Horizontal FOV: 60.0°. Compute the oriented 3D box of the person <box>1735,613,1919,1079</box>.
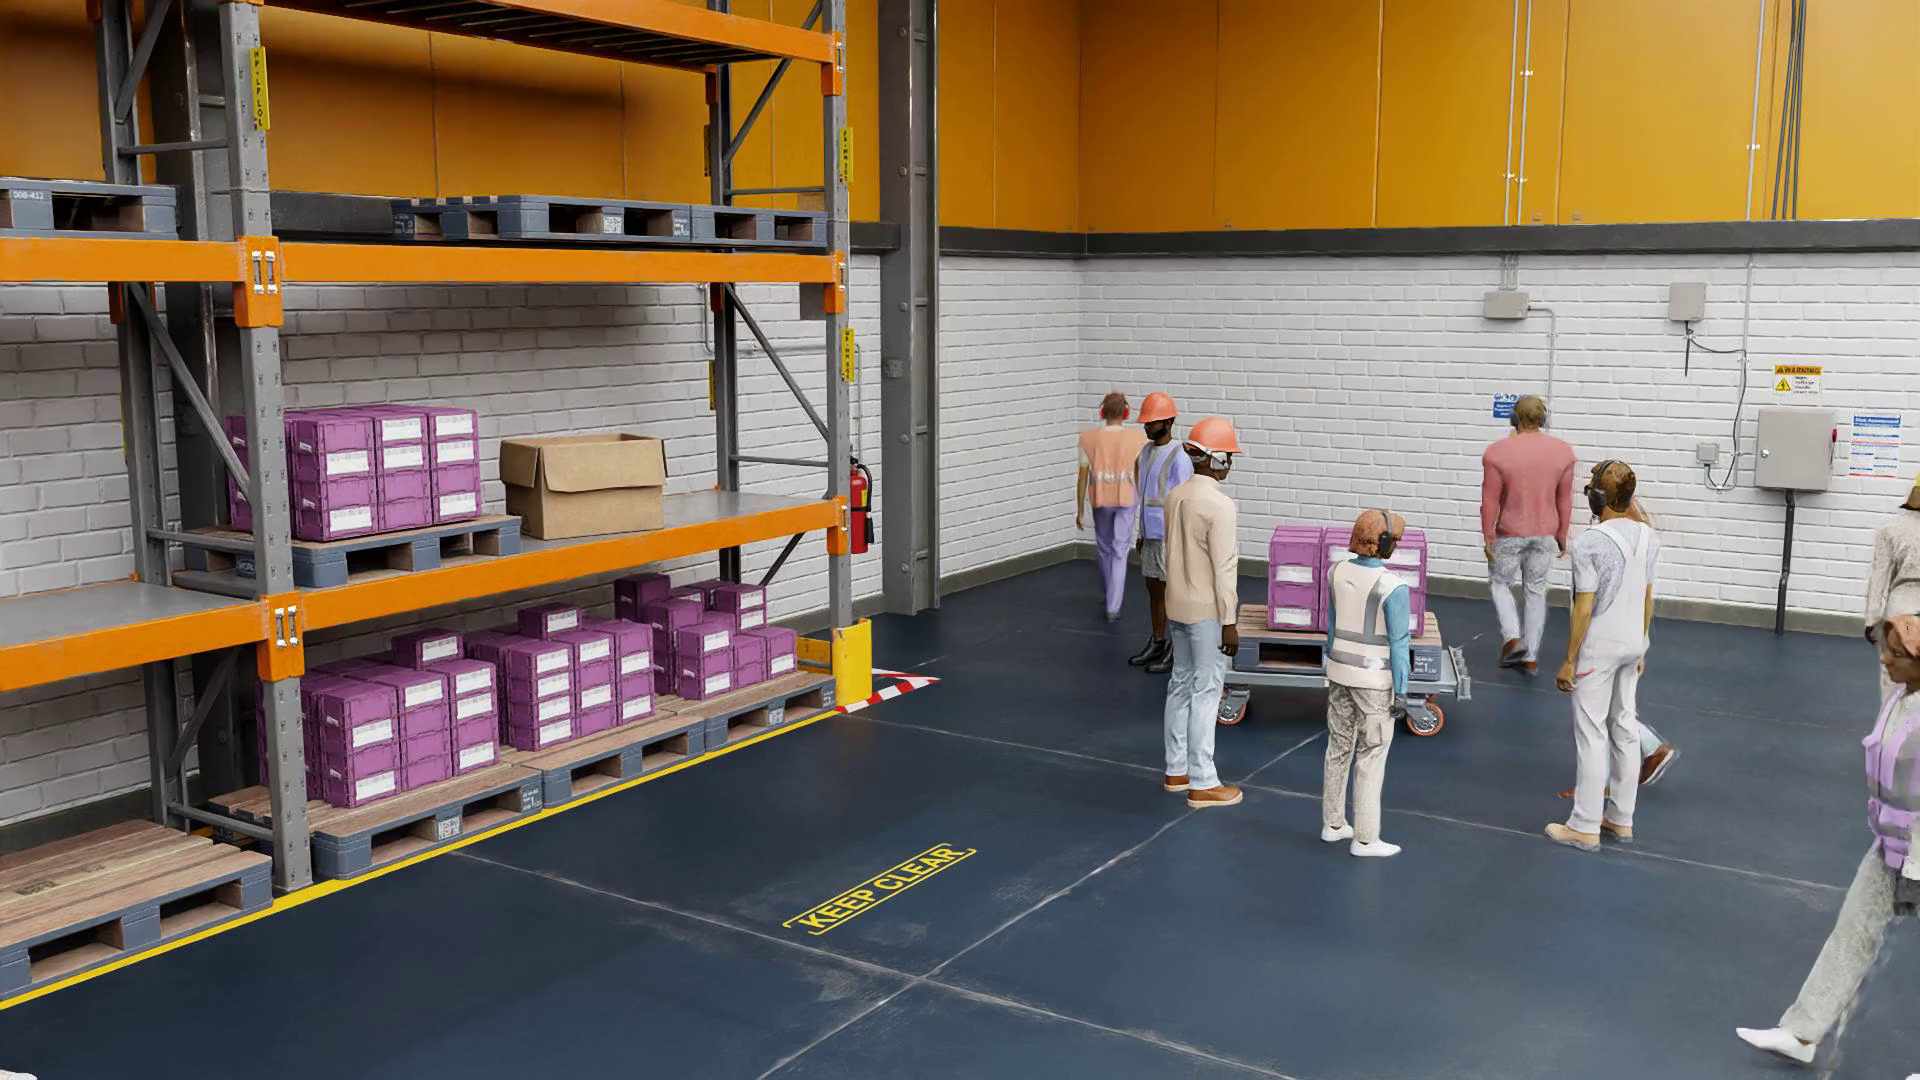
[{"bbox_3d":[3.015,1.028,5.422,0.822,1.594,0.541,1,9,8],"label":"person"}]

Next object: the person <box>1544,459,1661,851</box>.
[{"bbox_3d":[3.033,0.540,7.840,0.508,1.846,0.342,-5,10,-28],"label":"person"}]

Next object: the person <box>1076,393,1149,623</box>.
[{"bbox_3d":[1.244,-0.281,13.332,0.584,1.789,0.958,2,9,12],"label":"person"}]

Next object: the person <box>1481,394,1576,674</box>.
[{"bbox_3d":[3.844,-0.031,11.319,0.635,1.926,0.460,0,9,2],"label":"person"}]

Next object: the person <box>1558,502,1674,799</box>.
[{"bbox_3d":[3.396,0.552,8.530,0.511,1.615,0.507,1,9,6],"label":"person"}]

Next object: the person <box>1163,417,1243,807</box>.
[{"bbox_3d":[1.256,0.364,8.537,0.407,1.986,0.612,-3,9,-21],"label":"person"}]

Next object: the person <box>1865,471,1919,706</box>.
[{"bbox_3d":[5.163,0.432,8.921,0.505,1.725,0.565,6,11,36],"label":"person"}]

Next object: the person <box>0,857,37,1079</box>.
[{"bbox_3d":[-3.158,0.989,5.248,0.299,1.745,0.483,-2,9,-14],"label":"person"}]

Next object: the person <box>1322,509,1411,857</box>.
[{"bbox_3d":[1.884,0.664,7.733,0.318,1.631,0.524,-5,10,-28],"label":"person"}]

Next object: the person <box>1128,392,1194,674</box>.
[{"bbox_3d":[1.363,-0.049,11.410,0.388,1.929,0.544,-4,10,-24],"label":"person"}]
